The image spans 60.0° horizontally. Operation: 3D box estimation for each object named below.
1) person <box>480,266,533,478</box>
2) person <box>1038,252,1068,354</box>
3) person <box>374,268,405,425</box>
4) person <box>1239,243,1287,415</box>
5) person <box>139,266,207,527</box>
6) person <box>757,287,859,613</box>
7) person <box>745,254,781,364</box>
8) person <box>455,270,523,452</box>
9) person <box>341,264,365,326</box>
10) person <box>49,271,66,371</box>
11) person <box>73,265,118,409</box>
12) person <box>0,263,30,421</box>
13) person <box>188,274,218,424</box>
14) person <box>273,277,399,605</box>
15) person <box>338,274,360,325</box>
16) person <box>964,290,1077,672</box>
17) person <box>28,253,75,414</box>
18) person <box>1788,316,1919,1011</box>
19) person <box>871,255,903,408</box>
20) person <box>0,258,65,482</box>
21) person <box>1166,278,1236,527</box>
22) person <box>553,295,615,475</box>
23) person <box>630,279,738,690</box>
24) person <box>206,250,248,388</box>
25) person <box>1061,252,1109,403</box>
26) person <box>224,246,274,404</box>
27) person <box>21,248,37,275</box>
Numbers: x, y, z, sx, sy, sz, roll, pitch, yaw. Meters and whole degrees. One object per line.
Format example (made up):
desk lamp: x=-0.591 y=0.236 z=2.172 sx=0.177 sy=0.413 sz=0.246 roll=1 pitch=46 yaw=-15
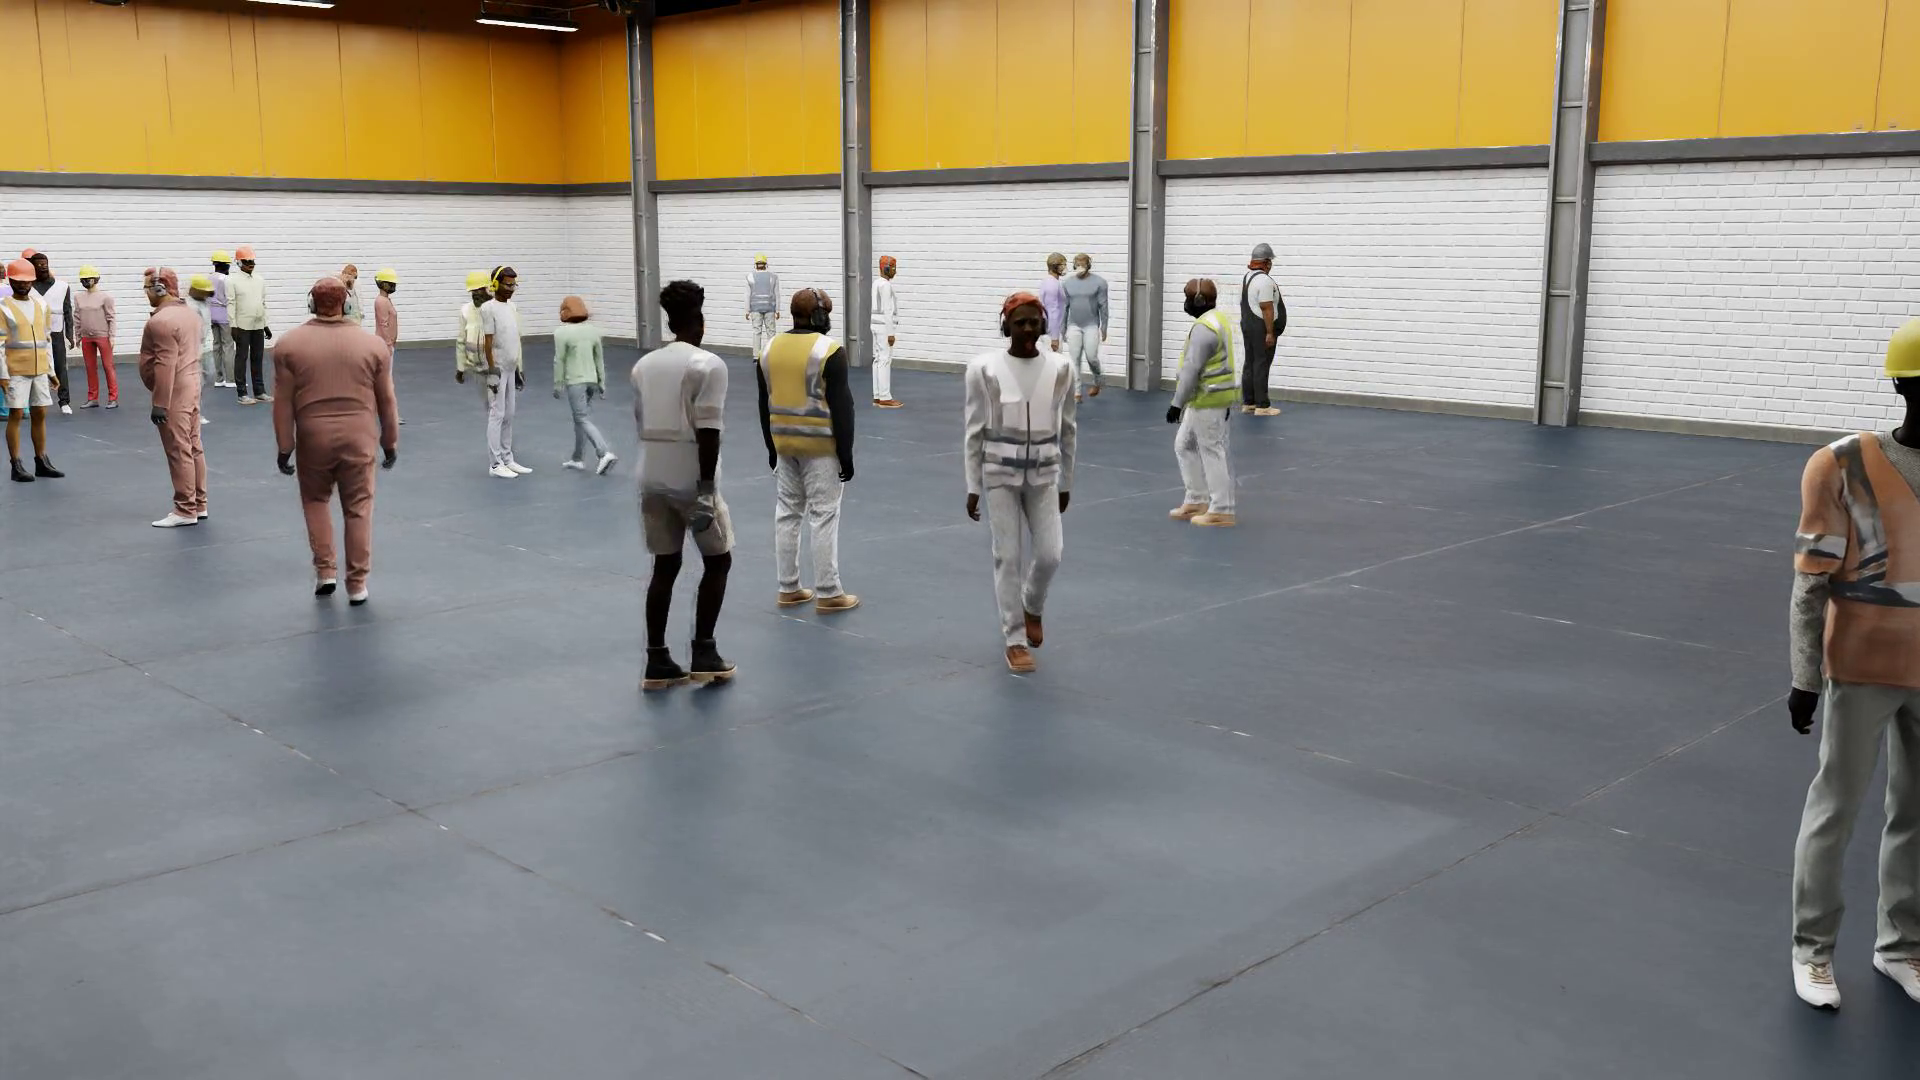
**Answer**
person: x=-4.031 y=-1.489 z=14.749 sx=0.328 sy=1.865 sz=0.520 roll=2 pitch=11 yaw=11
person: x=1.076 y=-2.383 z=19.421 sx=0.354 sy=1.936 sz=0.635 roll=0 pitch=10 yaw=-2
person: x=-6.478 y=-2.190 z=18.848 sx=0.329 sy=1.763 sz=0.523 roll=-3 pitch=11 yaw=-16
person: x=3.626 y=-2.513 z=19.850 sx=0.537 sy=2.000 sz=0.682 roll=-3 pitch=11 yaw=-15
person: x=-5.805 y=-1.052 z=12.251 sx=0.410 sy=1.907 sz=0.642 roll=-1 pitch=10 yaw=-7
person: x=-0.844 y=-0.507 z=9.462 sx=0.633 sy=1.839 sz=0.429 roll=7 pitch=13 yaw=34
person: x=-3.266 y=-3.813 z=27.531 sx=0.588 sy=1.823 sz=0.403 roll=-2 pitch=11 yaw=-10
person: x=-4.501 y=-1.657 z=15.845 sx=0.601 sy=1.794 sz=0.631 roll=2 pitch=11 yaw=13
person: x=-10.474 y=-3.928 z=28.672 sx=0.498 sy=1.633 sz=0.283 roll=5 pitch=11 yaw=24
person: x=-14.351 y=-3.456 z=26.209 sx=0.778 sy=1.598 sz=0.533 roll=7 pitch=12 yaw=32
person: x=-10.668 y=-2.497 z=20.510 sx=0.530 sy=1.768 sz=0.312 roll=1 pitch=10 yaw=5
person: x=-10.994 y=-2.285 z=19.134 sx=0.374 sy=1.843 sz=0.573 roll=3 pitch=11 yaw=18
person: x=-8.580 y=-2.147 z=18.776 sx=0.519 sy=1.694 sz=0.520 roll=-1 pitch=10 yaw=-6
person: x=-3.618 y=-0.576 z=9.684 sx=0.682 sy=1.888 sz=0.560 roll=-4 pitch=11 yaw=-22
person: x=-8.578 y=-2.913 z=23.231 sx=0.525 sy=1.599 sz=0.839 roll=7 pitch=13 yaw=35
person: x=0.294 y=-0.293 z=8.210 sx=0.580 sy=1.869 sz=0.476 roll=-2 pitch=11 yaw=-10
person: x=-10.900 y=-2.452 z=19.838 sx=0.596 sy=1.921 sz=0.380 roll=-5 pitch=12 yaw=-25
person: x=2.584 y=0.343 z=4.570 sx=0.594 sy=1.929 sz=0.354 roll=0 pitch=10 yaw=1
person: x=-0.928 y=-2.586 z=20.667 sx=0.353 sy=1.887 sz=0.572 roll=-3 pitch=11 yaw=-17
person: x=-8.127 y=-1.480 z=14.510 sx=0.376 sy=1.934 sz=0.546 roll=5 pitch=12 yaw=26
person: x=1.739 y=-1.008 z=12.234 sx=0.630 sy=1.817 sz=0.646 roll=3 pitch=11 yaw=14
person: x=-3.362 y=-1.397 z=14.965 sx=0.784 sy=1.601 sz=0.504 roll=7 pitch=13 yaw=34
person: x=-1.340 y=-0.261 z=7.874 sx=0.623 sy=1.921 sz=0.574 roll=7 pitch=12 yaw=32
person: x=-10.319 y=-3.090 z=23.309 sx=0.595 sy=1.923 sz=0.371 roll=6 pitch=12 yaw=30
person: x=1.588 y=-2.704 z=21.207 sx=0.643 sy=1.925 sz=0.519 roll=4 pitch=11 yaw=19
person: x=-9.025 y=-2.726 z=21.131 sx=0.378 sy=1.995 sz=0.609 roll=5 pitch=11 yaw=24
person: x=-14.528 y=-3.604 z=26.107 sx=0.545 sy=1.929 sz=0.384 roll=0 pitch=10 yaw=2
